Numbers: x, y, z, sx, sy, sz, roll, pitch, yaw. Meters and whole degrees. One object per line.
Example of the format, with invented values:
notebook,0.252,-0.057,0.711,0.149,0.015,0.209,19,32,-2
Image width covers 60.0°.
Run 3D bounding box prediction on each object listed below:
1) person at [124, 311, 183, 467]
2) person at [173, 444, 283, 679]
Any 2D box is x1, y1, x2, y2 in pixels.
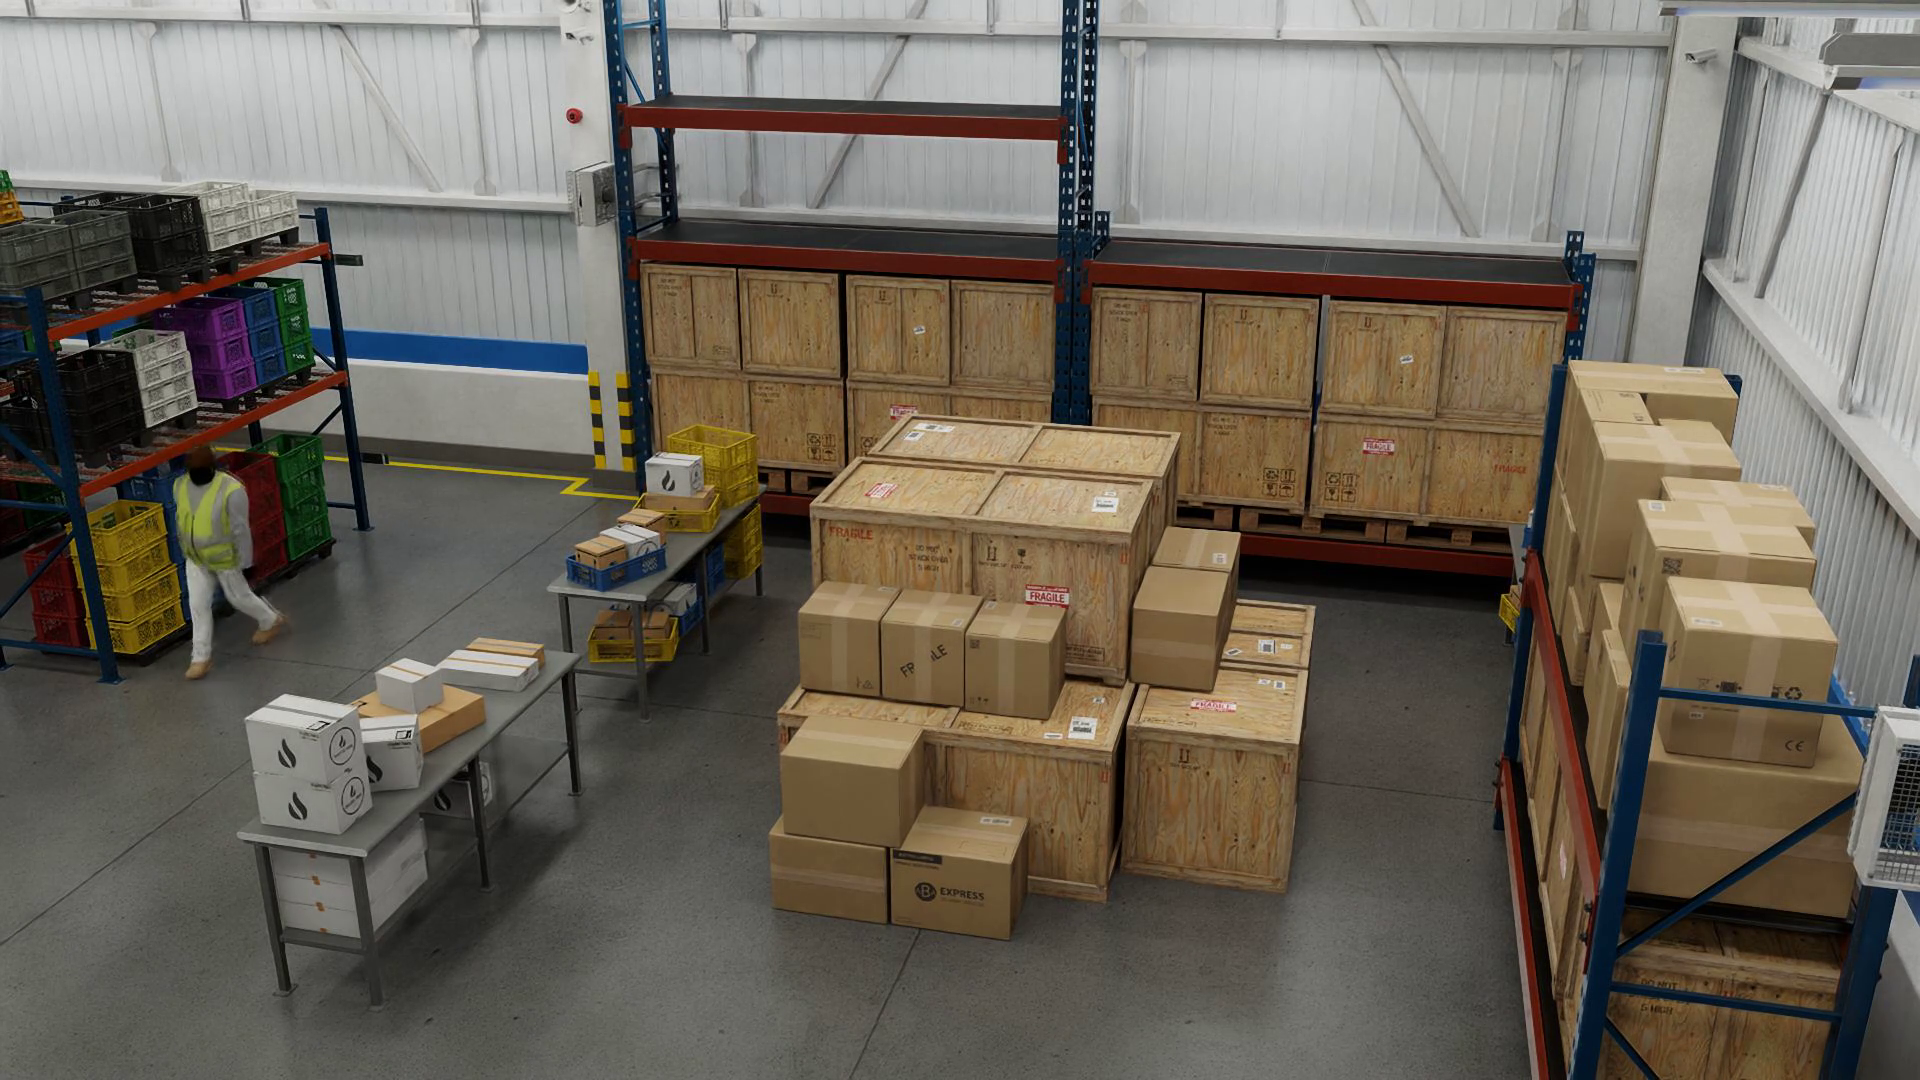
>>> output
person,-8.119,-1.539,16.820,0.590,1.865,0.690,-19,28,-40
person,-5.619,0.095,12.636,0.652,1.801,0.867,6,22,15
